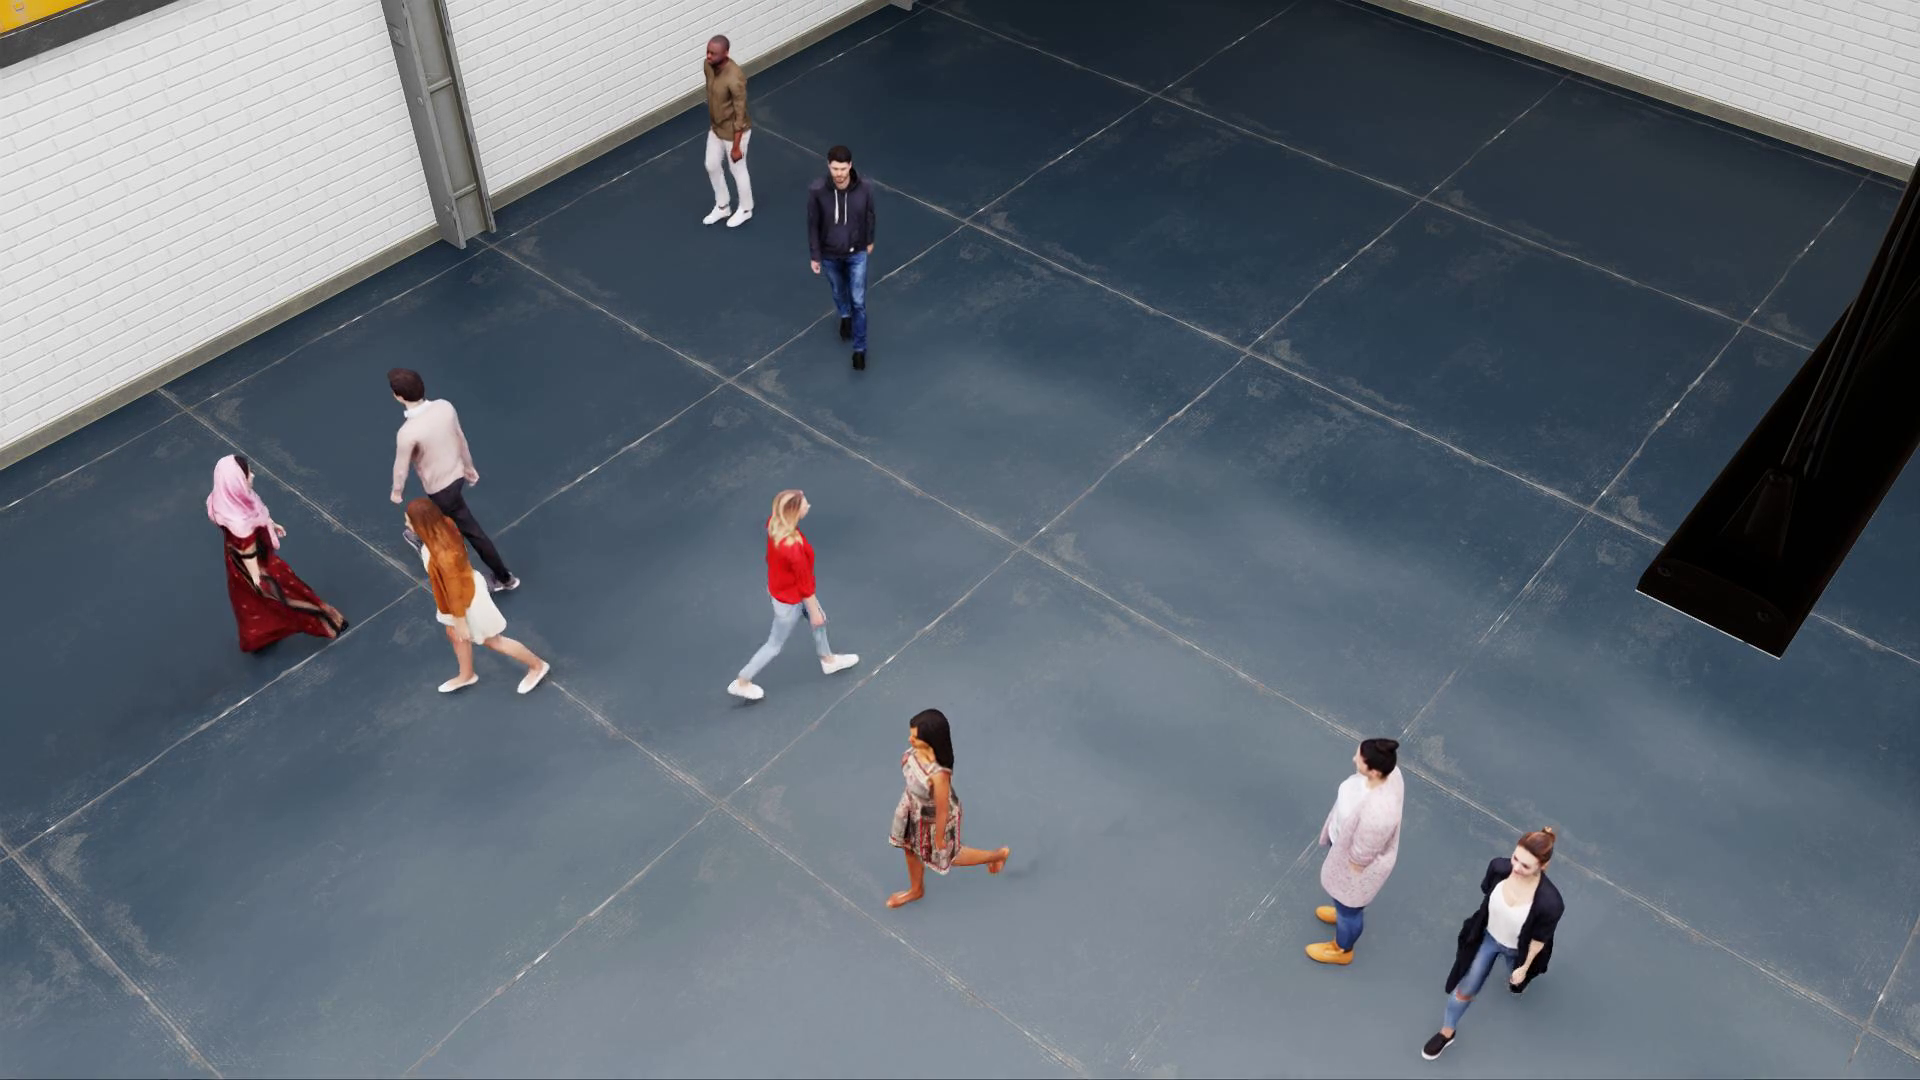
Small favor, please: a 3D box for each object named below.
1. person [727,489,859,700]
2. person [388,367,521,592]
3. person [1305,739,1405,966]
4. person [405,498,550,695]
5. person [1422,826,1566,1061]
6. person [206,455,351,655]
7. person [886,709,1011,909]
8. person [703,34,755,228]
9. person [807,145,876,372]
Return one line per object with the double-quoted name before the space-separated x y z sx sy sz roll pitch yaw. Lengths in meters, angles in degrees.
"person" -1.137 0.386 10.390 1.219 1.663 0.966 -15 46 -15
"person" -3.366 -0.337 11.088 0.925 1.746 1.208 16 46 16
"person" 2.184 1.664 8.990 0.841 1.744 0.720 11 45 11
"person" -3.013 0.358 10.405 1.056 1.683 0.896 -16 46 -16
"person" 2.915 2.046 8.664 1.179 1.640 0.716 -33 53 -30
"person" -4.616 0.143 10.679 1.041 1.616 0.876 -26 49 -25
"person" -0.077 1.482 9.268 1.078 1.623 0.912 -14 45 -14
"person" -1.949 -3.581 14.441 0.763 1.818 0.798 -31 52 -28
"person" -0.918 -2.338 13.114 1.086 1.849 1.180 0 44 0
